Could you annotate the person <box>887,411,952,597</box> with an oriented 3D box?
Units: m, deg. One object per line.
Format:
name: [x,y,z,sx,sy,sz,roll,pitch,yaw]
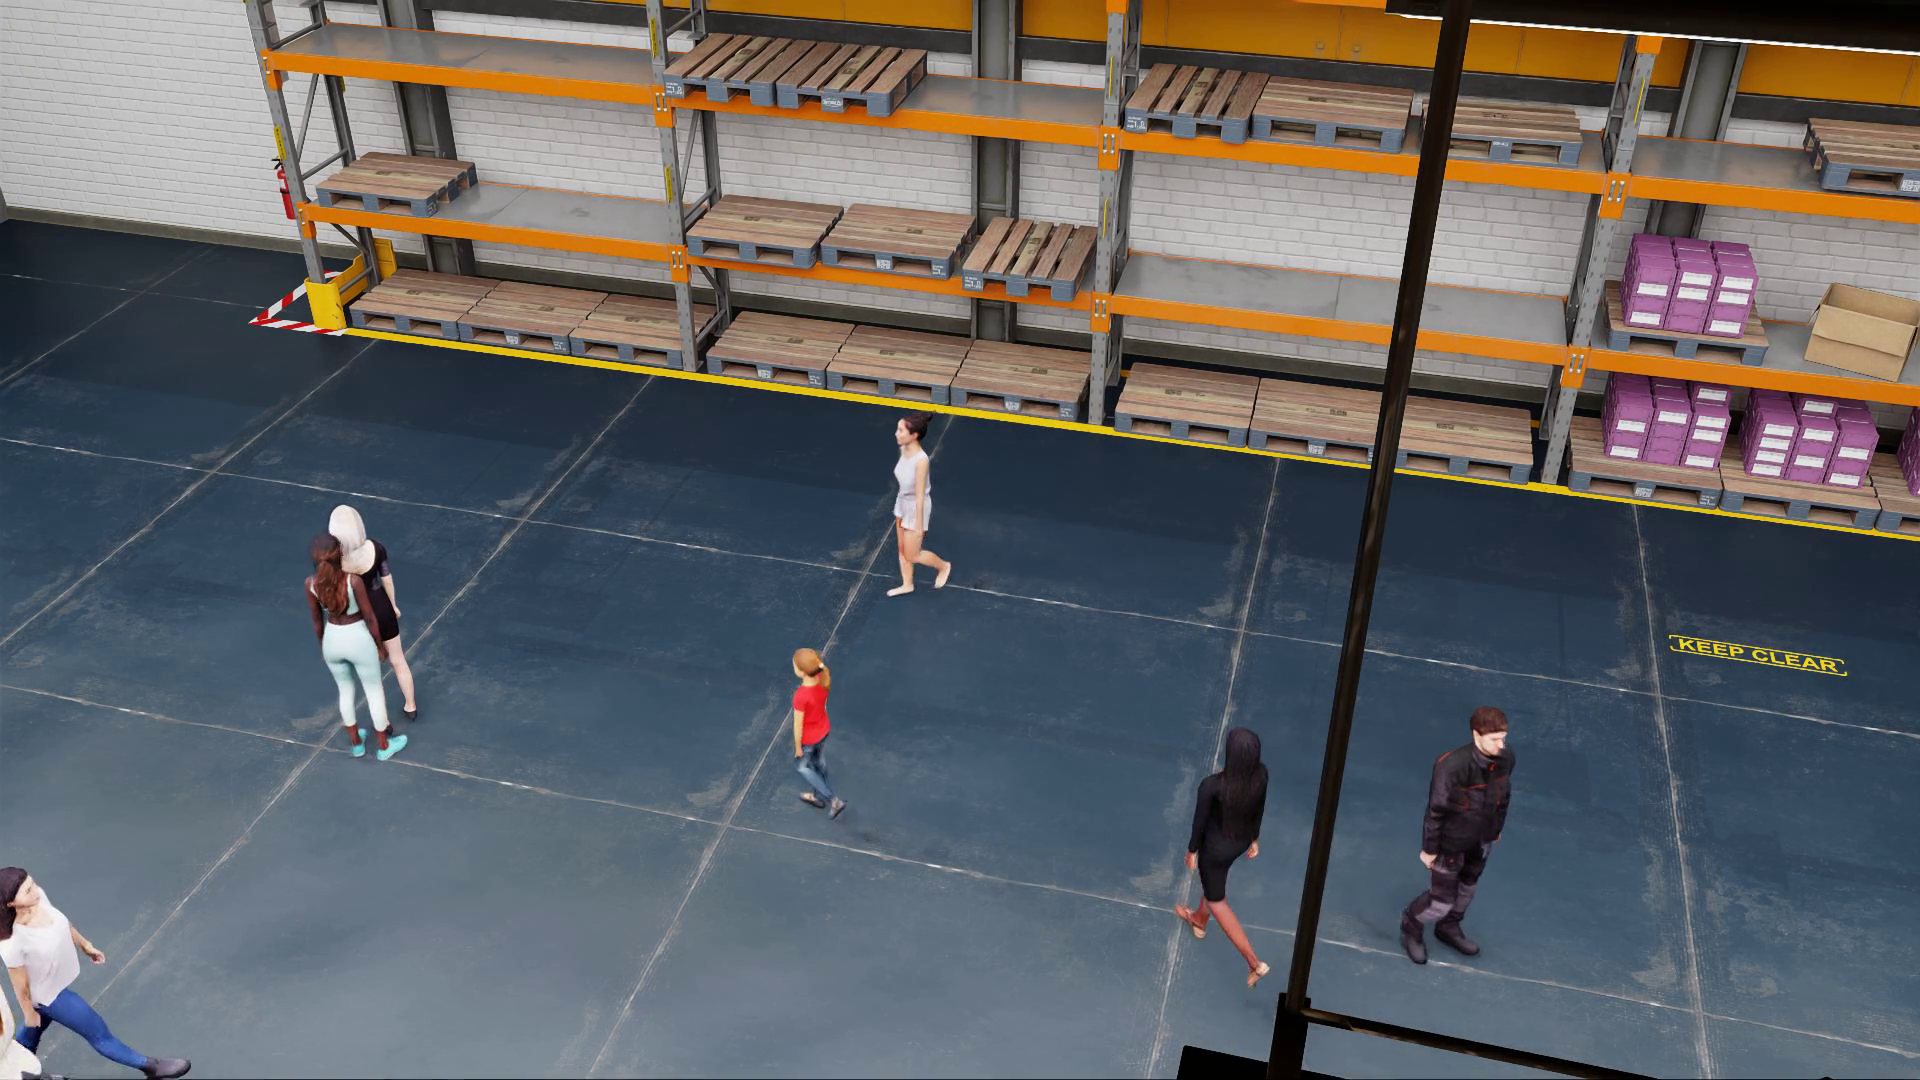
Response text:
person: [-0.289,-0.252,12.606,0.863,1.600,0.793,-14,36,-21]

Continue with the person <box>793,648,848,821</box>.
person: [-0.883,1.256,10.610,0.736,1.299,0.600,20,39,28]

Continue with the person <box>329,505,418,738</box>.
person: [-3.976,0.539,11.210,0.653,1.829,0.665,-27,42,-35]

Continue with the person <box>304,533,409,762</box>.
person: [-4.051,0.717,11.040,0.561,1.720,0.702,4,34,6]

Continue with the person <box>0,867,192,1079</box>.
person: [-4.825,2.366,8.656,1.235,1.613,0.976,-8,34,-12]

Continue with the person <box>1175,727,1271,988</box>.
person: [1.547,1.794,9.438,1.058,1.700,1.137,-18,38,-25]

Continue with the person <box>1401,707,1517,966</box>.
person: [2.832,1.663,9.513,0.806,1.834,0.880,-18,38,-25]
